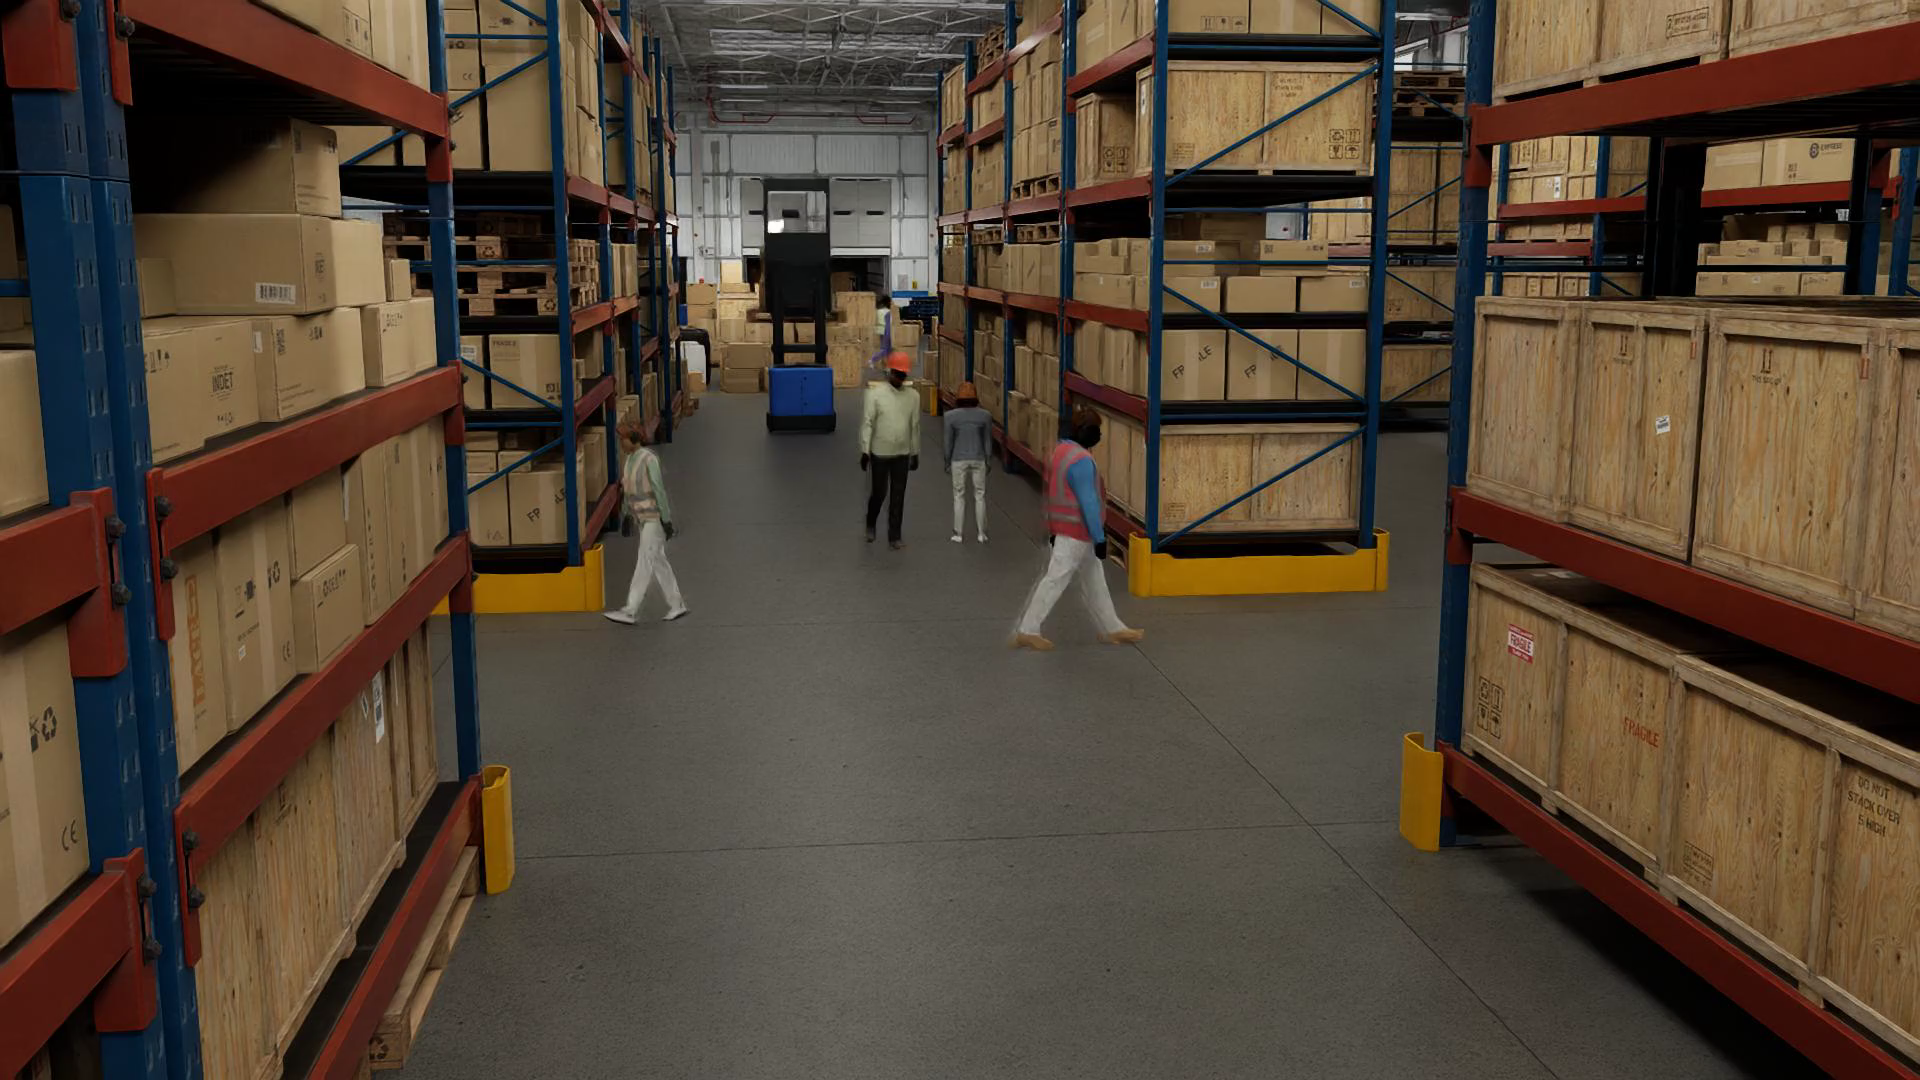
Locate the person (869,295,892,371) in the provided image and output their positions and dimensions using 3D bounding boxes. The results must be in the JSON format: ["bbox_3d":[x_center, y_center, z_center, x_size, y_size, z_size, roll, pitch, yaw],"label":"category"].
[{"bbox_3d":[-1.886,-5.067,40.932,0.754,1.900,0.595,-4,10,-21],"label":"person"}]

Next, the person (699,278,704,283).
[{"bbox_3d":[-10.675,-9.886,68.908,0.549,1.932,0.384,-2,10,-14],"label":"person"}]

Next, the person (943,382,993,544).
[{"bbox_3d":[0.080,-0.774,16.699,0.498,1.633,0.285,-1,10,-5],"label":"person"}]

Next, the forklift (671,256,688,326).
[{"bbox_3d":[-10.150,-8.825,59.945,1.873,2.768,1.129,4,11,24],"label":"forklift"}]

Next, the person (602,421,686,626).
[{"bbox_3d":[-2.478,-0.132,13.039,0.744,1.593,0.582,-7,12,-36],"label":"person"}]

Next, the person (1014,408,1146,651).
[{"bbox_3d":[0.860,-0.068,12.156,1.000,1.791,0.637,-1,10,-5],"label":"person"}]

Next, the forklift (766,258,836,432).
[{"bbox_3d":[-2.646,-3.238,27.414,1.129,2.768,1.873,-1,10,-7],"label":"forklift"}]

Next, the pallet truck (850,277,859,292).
[{"bbox_3d":[-3.782,-9.391,65.808,1.885,1.965,0.823,2,10,10],"label":"pallet truck"}]

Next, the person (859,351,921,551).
[{"bbox_3d":[-0.698,-0.887,16.398,0.644,1.972,0.602,-5,11,-26],"label":"person"}]
